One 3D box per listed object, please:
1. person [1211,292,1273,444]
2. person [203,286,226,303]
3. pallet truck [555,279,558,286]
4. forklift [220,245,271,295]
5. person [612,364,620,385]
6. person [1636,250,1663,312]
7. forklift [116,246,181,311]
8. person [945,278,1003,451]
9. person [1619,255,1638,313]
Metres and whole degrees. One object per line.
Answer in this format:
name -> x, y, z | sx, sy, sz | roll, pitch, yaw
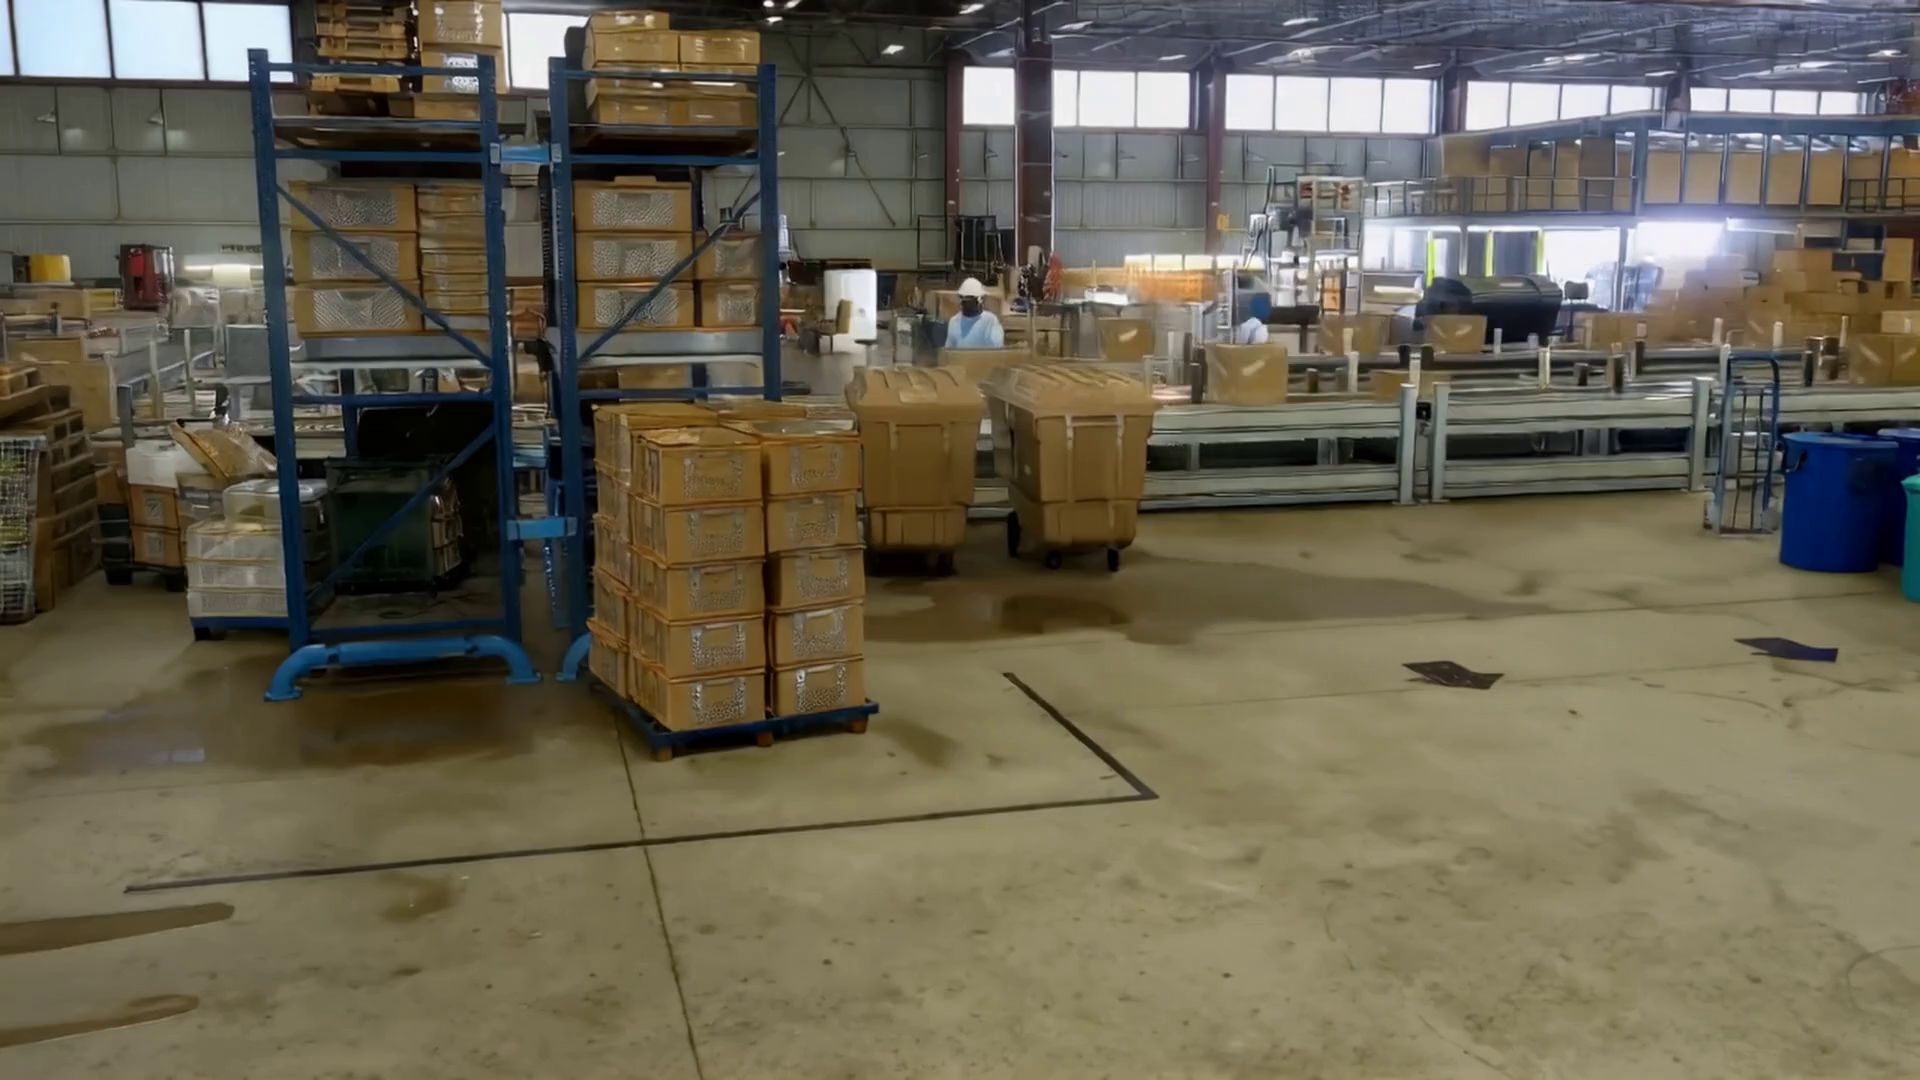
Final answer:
person -> 2.949, -1.691, 16.940 | 0.709, 1.674, 0.543 | -2, 10, -9
person -> -16.623, -5.344, 37.179 | 0.591, 1.834, 0.404 | 4, 11, 23
pallet truck -> -10.604, -6.375, 44.520 | 0.653, 1.274, 1.630 | -3, 10, -15
forklift -> -17.749, -6.334, 41.440 | 1.157, 1.987, 2.680 | -3, 10, -17
person -> -4.844, -3.025, 24.310 | 0.765, 1.739, 0.518 | 1, 10, 7
person -> 17.178, -6.208, 41.504 | 0.605, 2.034, 0.397 | 4, 11, 23
forklift -> -19.966, -6.232, 40.894 | 1.157, 1.987, 2.680 | -3, 10, -15
person -> 0.096, -1.448, 15.108 | 0.591, 1.837, 0.403 | 6, 12, 29
person -> 19.438, -7.331, 48.292 | 0.585, 1.879, 0.344 | 0, 10, -2
